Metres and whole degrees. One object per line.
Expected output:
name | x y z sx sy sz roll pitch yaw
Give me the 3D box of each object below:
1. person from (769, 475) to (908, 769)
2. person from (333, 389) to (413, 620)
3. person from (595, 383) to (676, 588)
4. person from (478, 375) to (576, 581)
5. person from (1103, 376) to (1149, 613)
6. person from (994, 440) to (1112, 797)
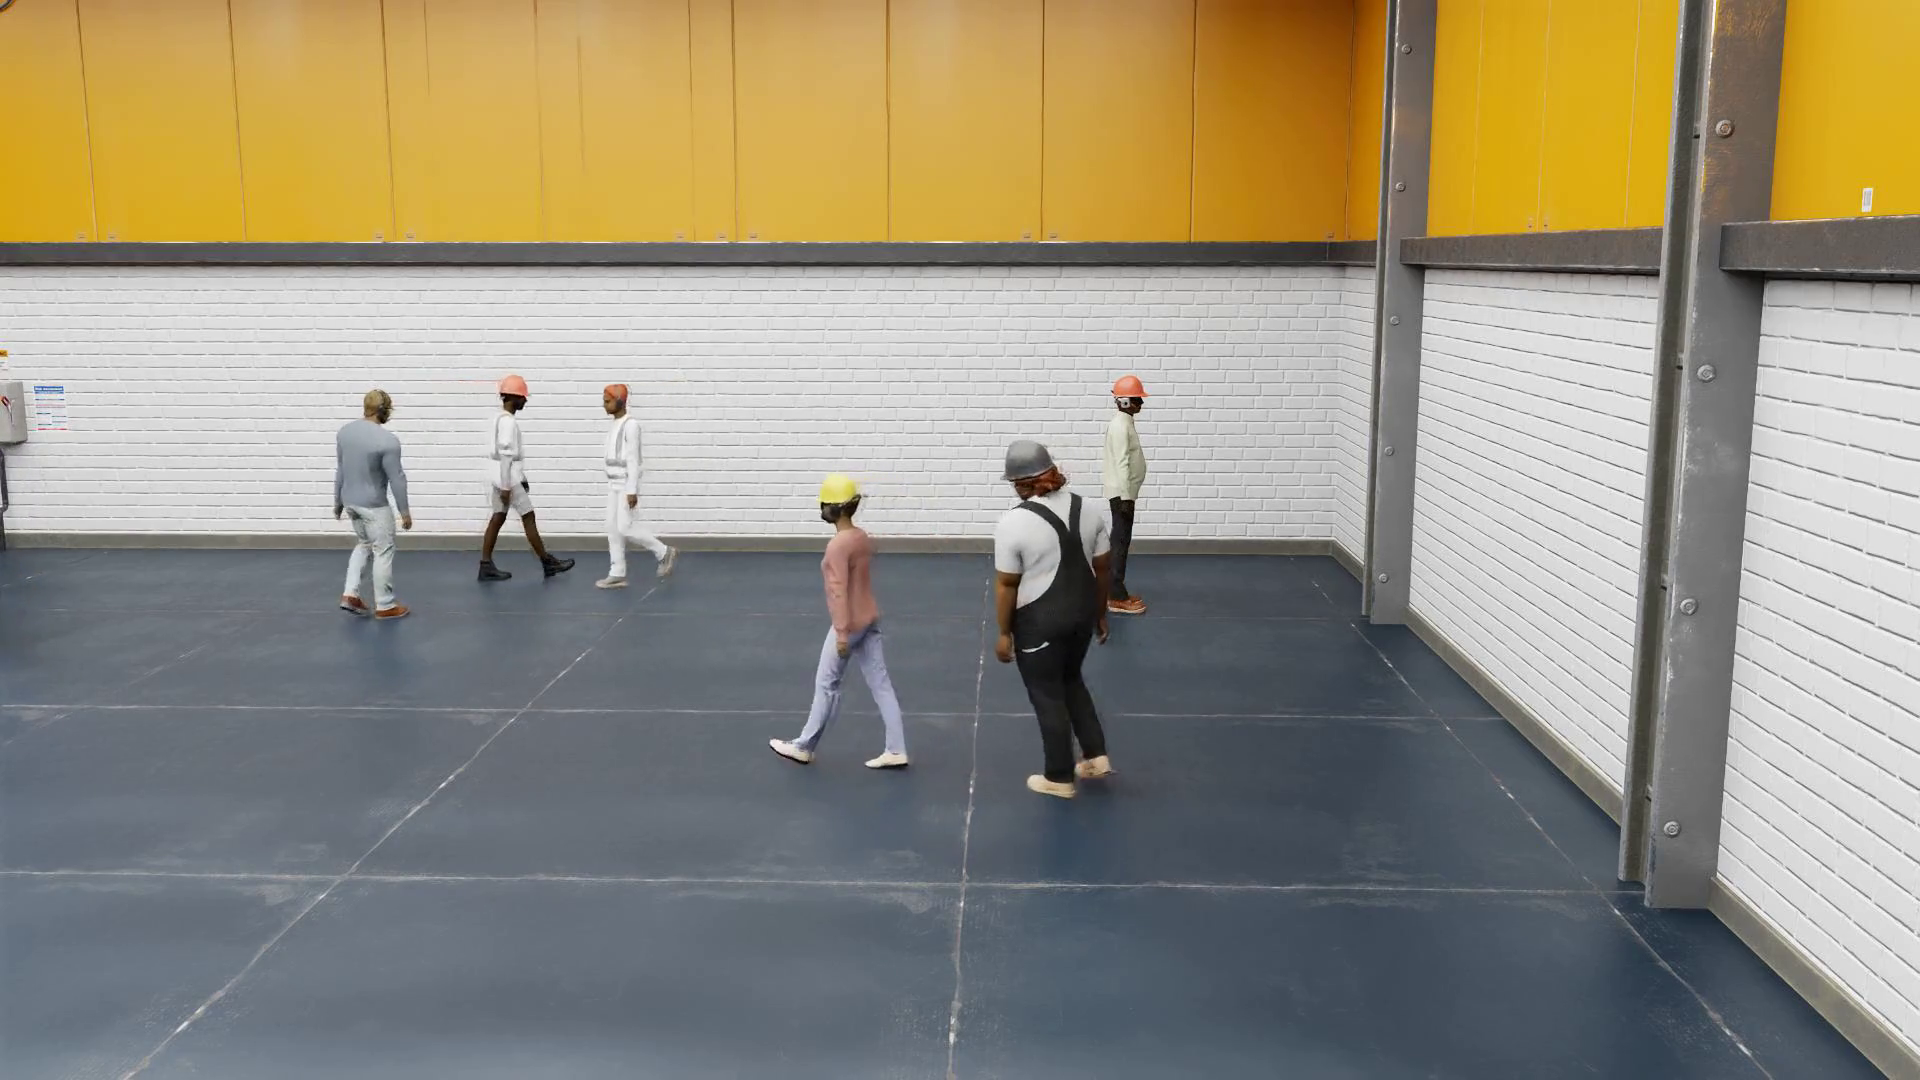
person | -0.690 0.486 9.670 0.871 1.726 0.551 3 10 19
person | -4.821 -0.270 13.589 0.694 1.923 0.608 6 11 30
person | -2.976 -0.496 15.046 0.650 1.868 0.580 -6 11 -31
person | -4.060 -0.571 15.399 0.950 1.891 0.556 -4 11 -23
person | 1.394 -0.390 14.059 0.376 1.995 0.609 1 10 3
person | 0.457 0.415 9.209 0.713 2.000 0.542 -8 13 -39
